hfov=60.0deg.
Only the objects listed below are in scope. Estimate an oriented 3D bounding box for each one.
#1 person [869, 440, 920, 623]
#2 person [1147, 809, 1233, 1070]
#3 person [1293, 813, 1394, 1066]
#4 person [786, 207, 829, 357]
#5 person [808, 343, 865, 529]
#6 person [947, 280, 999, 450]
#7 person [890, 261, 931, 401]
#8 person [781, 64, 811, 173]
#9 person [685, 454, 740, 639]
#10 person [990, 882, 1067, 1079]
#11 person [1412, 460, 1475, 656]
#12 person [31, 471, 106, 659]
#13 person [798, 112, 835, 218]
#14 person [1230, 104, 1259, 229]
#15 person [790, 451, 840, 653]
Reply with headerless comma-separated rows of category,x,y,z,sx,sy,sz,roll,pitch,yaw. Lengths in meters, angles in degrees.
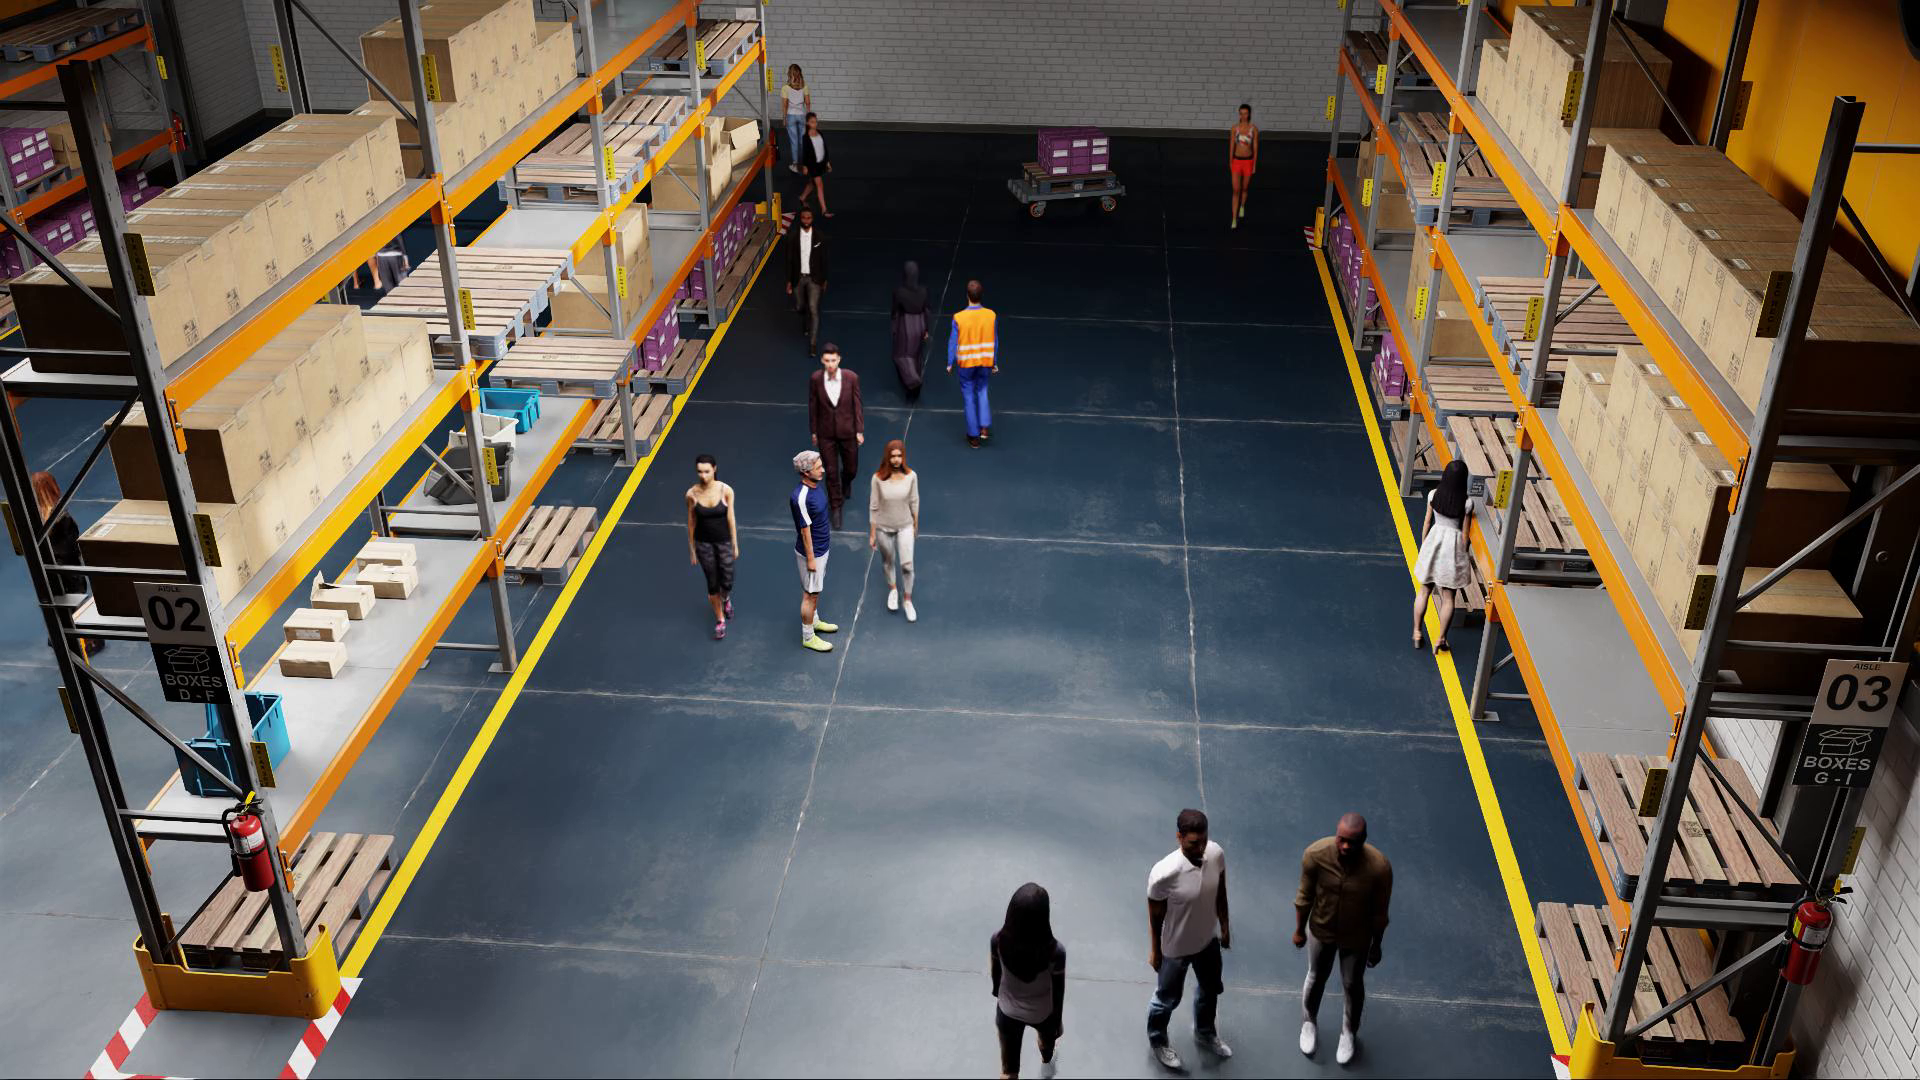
person,-0.595,-0.156,14.749,0.663,1.691,0.763,-2,29,-3
person,1.387,2.360,9.969,0.809,1.851,0.833,-20,35,-32
person,2.305,2.346,10.032,0.781,1.816,0.703,10,30,18
person,-1.862,-3.176,20.199,0.689,1.774,1.082,0,29,1
person,-1.199,-1.079,16.276,0.774,1.849,1.040,-1,29,-2
person,0.169,-1.821,17.632,0.799,1.853,0.816,-9,30,-15
person,-0.563,-2.374,18.910,0.869,1.601,1.041,-11,30,-19
person,-2.648,-6.849,26.985,0.702,1.723,0.676,-8,30,-15
person,-2.120,0.009,14.419,0.623,1.717,0.701,-2,29,-4
person,0.353,2.728,9.486,0.708,1.669,1.092,7,29,12
person,4.110,0.139,14.127,0.776,1.769,0.799,18,34,30
person,-7.619,0.273,13.957,0.734,1.696,0.776,12,31,21
person,-2.227,-5.667,25.019,1.031,1.530,1.040,25,37,37
person,4.198,-5.543,24.571,0.635,1.743,1.168,5,29,10
person,-1.264,0.059,14.199,0.682,1.839,0.479,2,29,4
